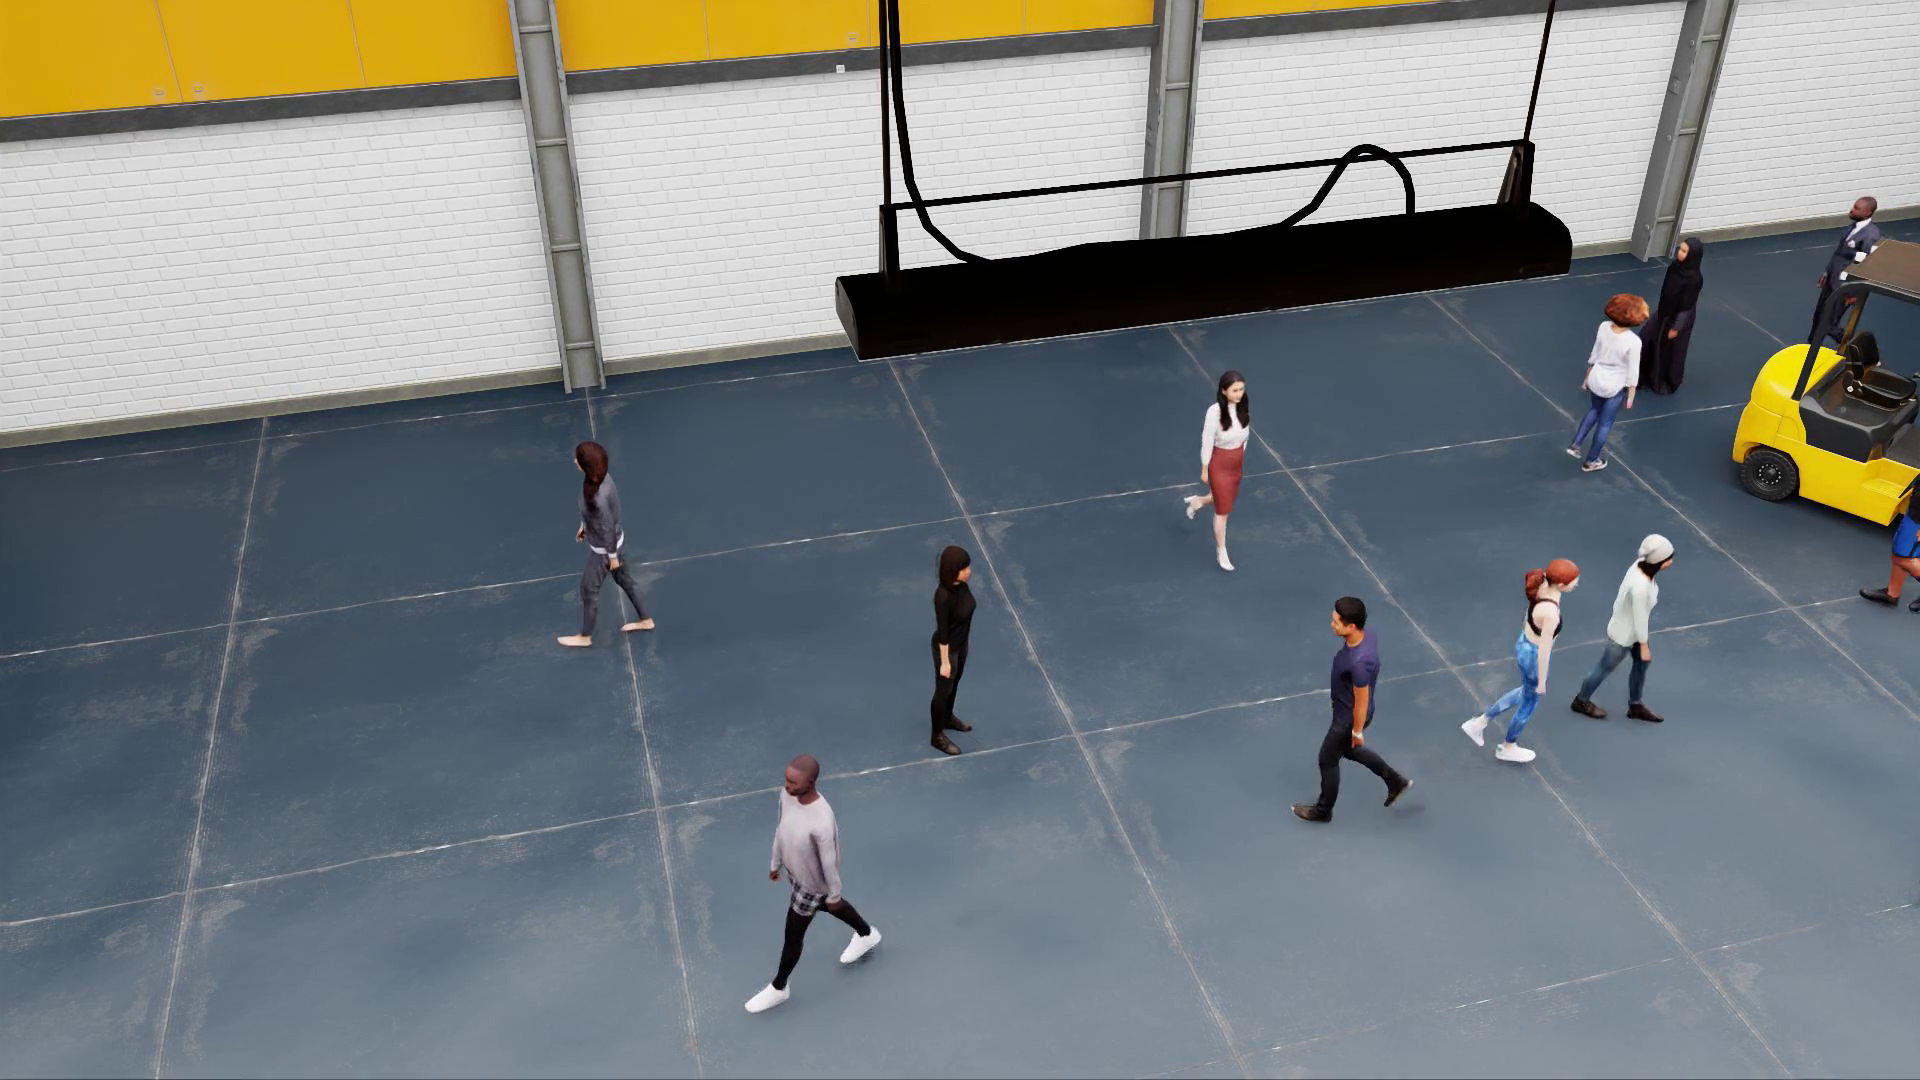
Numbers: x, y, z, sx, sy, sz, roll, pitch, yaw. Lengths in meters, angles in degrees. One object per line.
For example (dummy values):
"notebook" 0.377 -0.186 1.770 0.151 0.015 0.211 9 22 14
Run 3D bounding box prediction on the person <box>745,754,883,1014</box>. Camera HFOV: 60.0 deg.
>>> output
"person" -0.788 1.917 9.636 1.251 1.730 0.903 -20 39 -28

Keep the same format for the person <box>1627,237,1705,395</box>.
"person" 6.869 -2.133 15.840 0.937 1.607 0.622 -9 35 -13

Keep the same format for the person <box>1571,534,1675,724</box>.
"person" 4.593 0.627 11.672 0.963 1.624 0.881 15 36 21

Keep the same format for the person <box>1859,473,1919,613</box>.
"person" 7.491 -0.184 12.747 0.941 1.785 0.860 13 36 19

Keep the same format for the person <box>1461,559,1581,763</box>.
"person" 3.766 0.842 11.216 0.856 1.770 0.724 -1 34 -1

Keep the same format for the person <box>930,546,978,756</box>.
"person" -0.071 0.728 11.506 0.692 1.640 0.666 12 35 17

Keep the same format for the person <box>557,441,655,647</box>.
"person" -2.567 0.021 12.484 0.975 1.734 0.679 -4 34 -7

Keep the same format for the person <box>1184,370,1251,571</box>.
"person" 2.087 -0.598 13.415 0.936 1.734 0.815 -17 37 -24

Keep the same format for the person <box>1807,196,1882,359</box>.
"person" 8.638 -2.473 16.168 1.019 1.810 0.911 5 34 7

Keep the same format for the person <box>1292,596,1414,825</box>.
"person" 2.626 1.125 10.810 1.104 1.749 0.914 4 34 5

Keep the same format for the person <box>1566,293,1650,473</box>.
"person" 5.625 -1.357 14.593 0.723 1.694 0.722 -17 37 -24
